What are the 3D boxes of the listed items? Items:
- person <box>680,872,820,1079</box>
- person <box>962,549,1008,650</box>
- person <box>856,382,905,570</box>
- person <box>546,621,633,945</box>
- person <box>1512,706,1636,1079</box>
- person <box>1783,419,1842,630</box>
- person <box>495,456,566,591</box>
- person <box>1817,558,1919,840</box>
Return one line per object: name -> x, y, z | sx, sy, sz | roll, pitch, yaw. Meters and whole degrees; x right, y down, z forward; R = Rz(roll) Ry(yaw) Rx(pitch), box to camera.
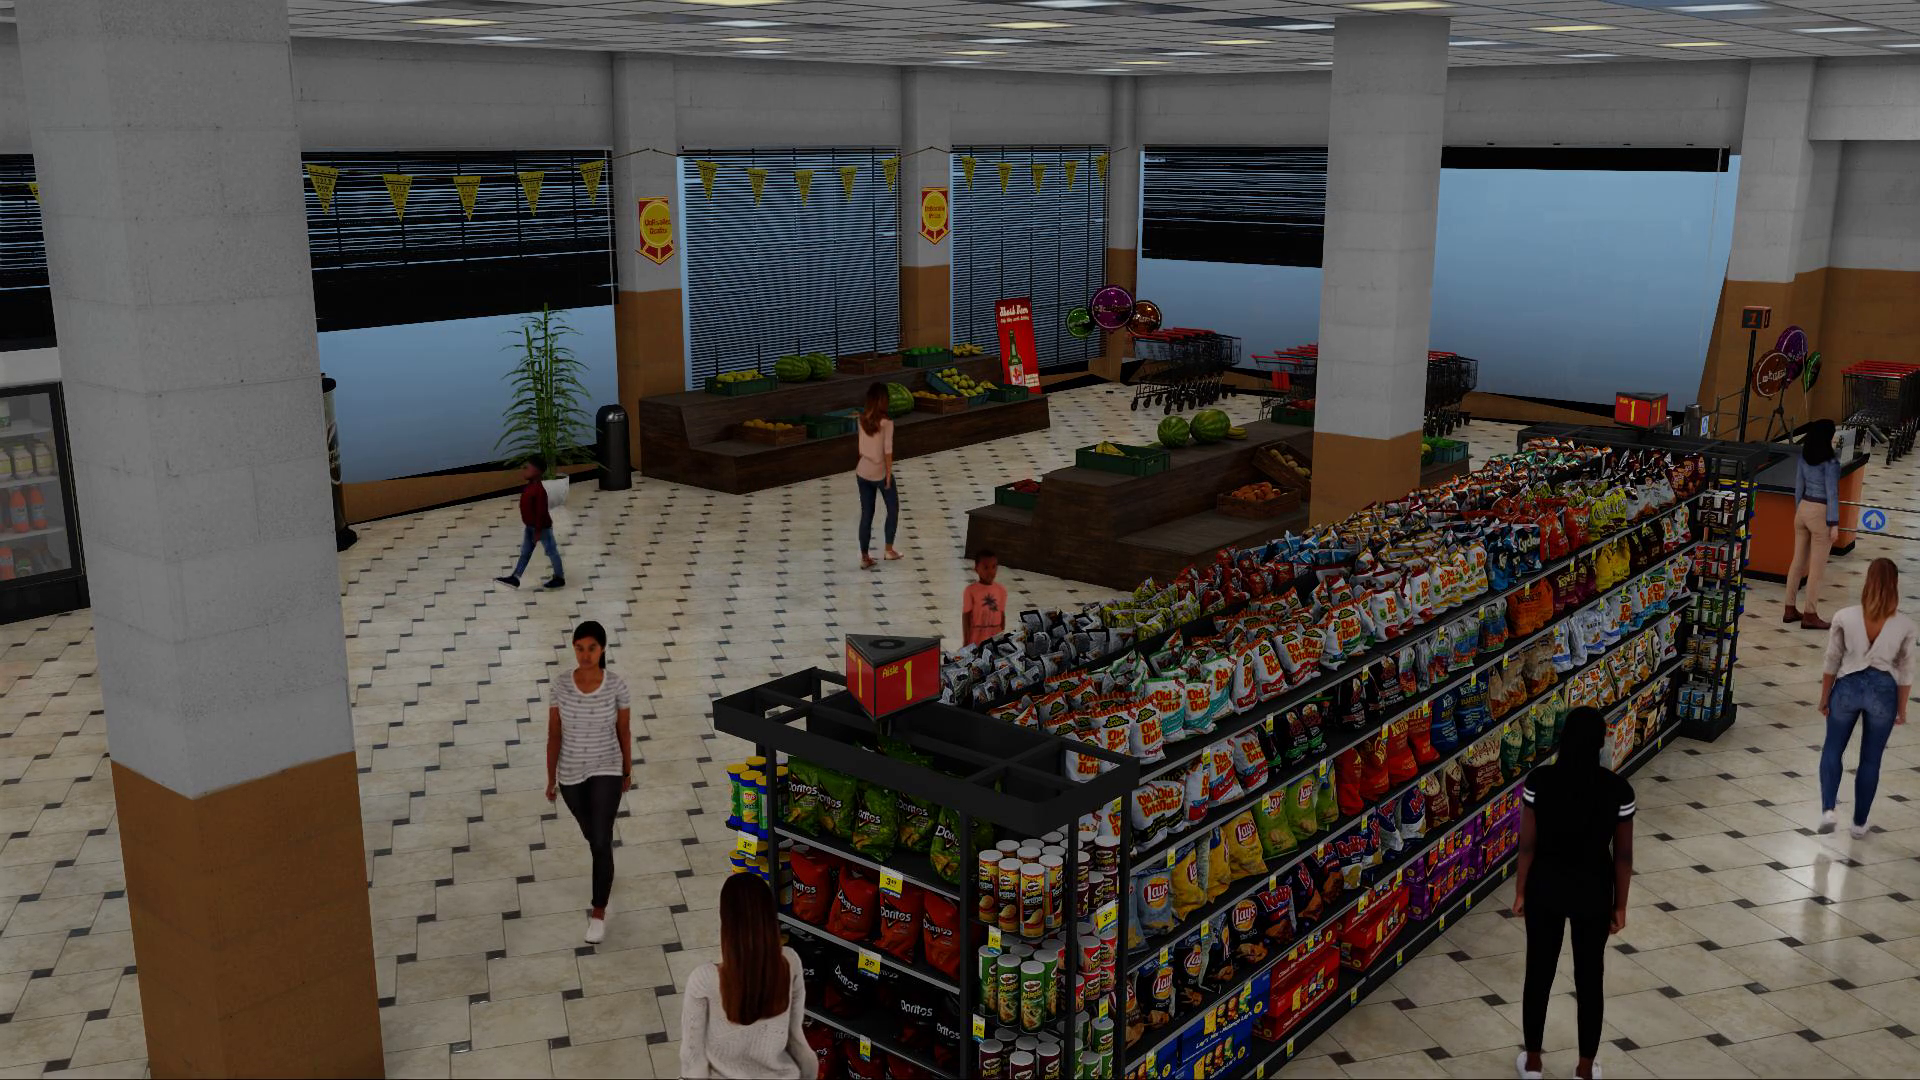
person -> -0.708, 1.922, 5.607 | 0.607, 1.693, 0.743 | -8, 16, -30
person -> 0.138, 0.690, 11.518 | 0.865, 1.301, 0.904 | -2, 14, -7
person -> -0.859, -0.589, 15.802 | 0.690, 1.767, 0.830 | 7, 15, 27
person -> -1.929, 1.210, 8.734 | 1.002, 1.602, 1.167 | 1, 14, 3
person -> 2.613, 1.534, 7.132 | 0.682, 1.729, 0.660 | 5, 15, 20
person -> 7.168, -0.145, 13.958 | 0.752, 1.774, 0.711 | -3, 14, -12
person -> -3.761, -0.135, 15.076 | 0.886, 1.228, 0.653 | -9, 17, -34
person -> 5.198, 0.947, 9.577 | 0.666, 1.717, 0.870 | 9, 16, 32
